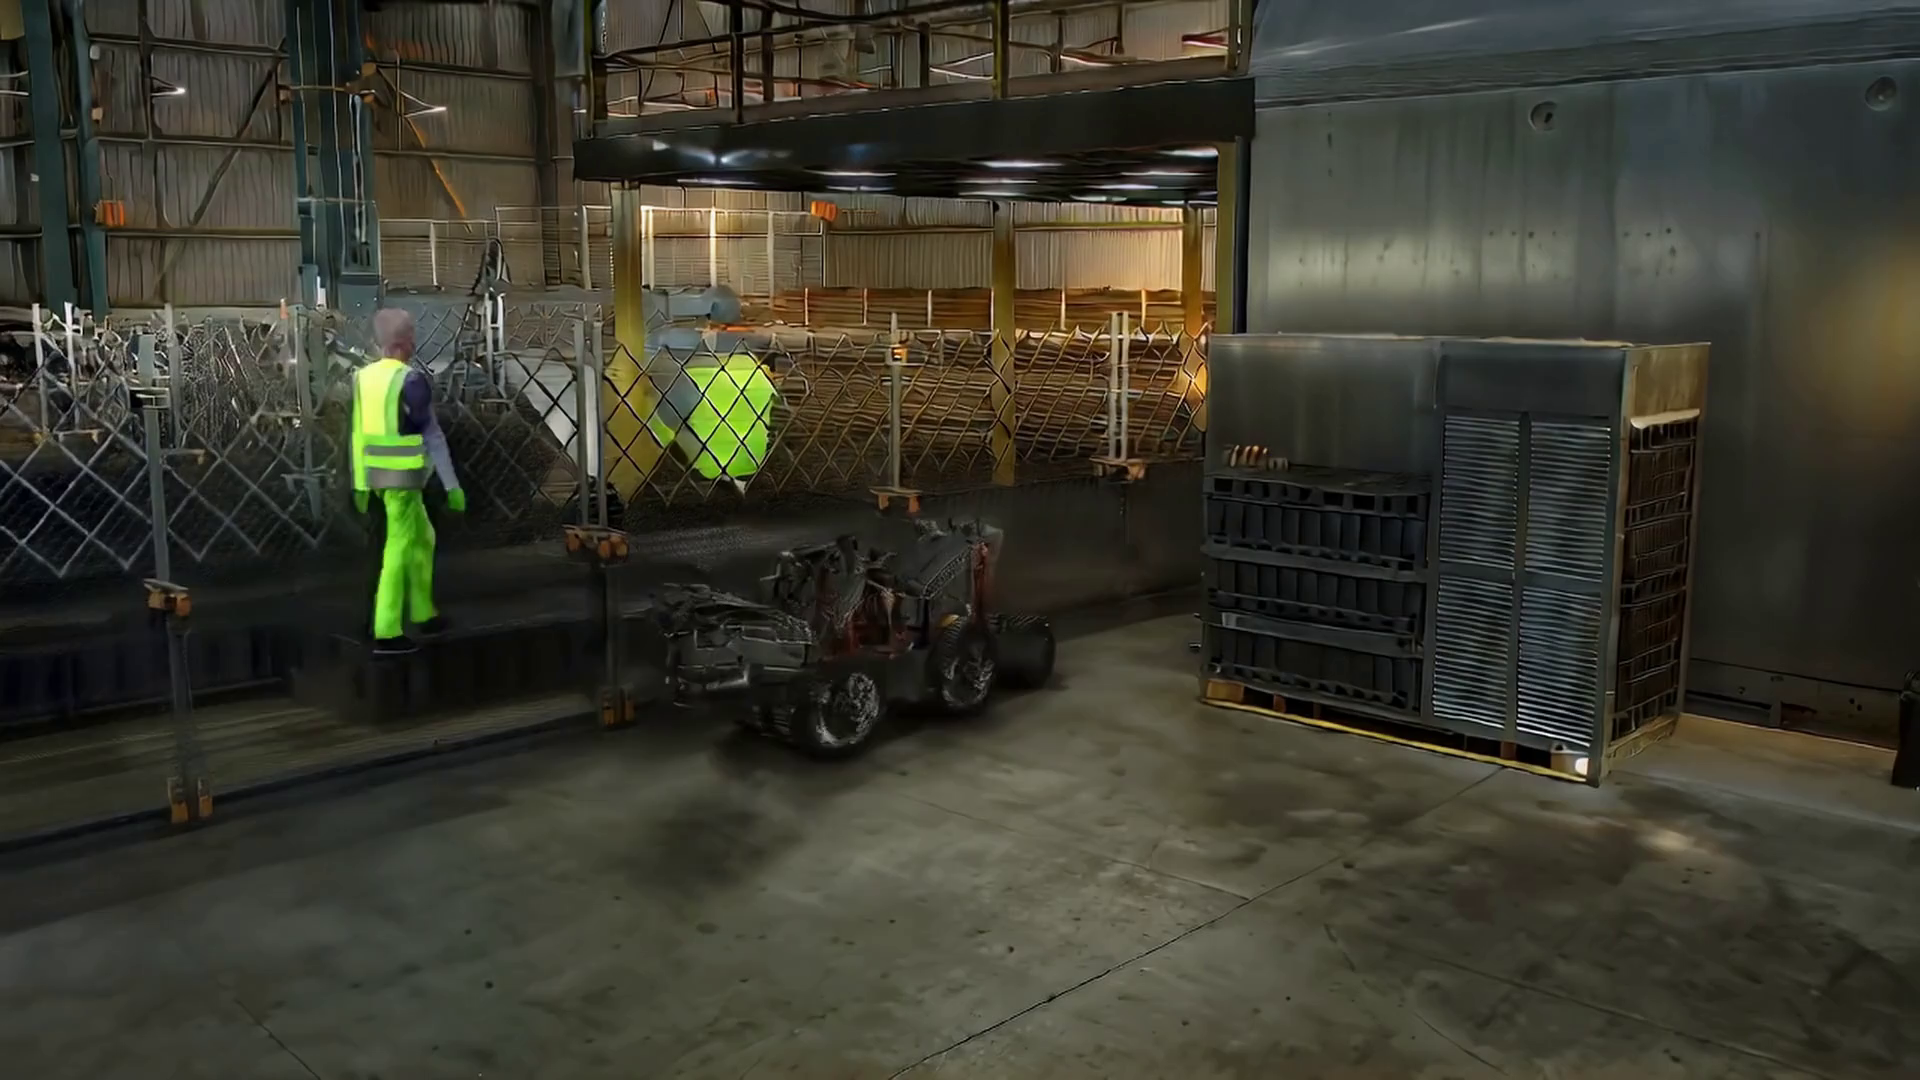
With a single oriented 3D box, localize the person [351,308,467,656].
[{"bbox_3d":[-2.939,-0.319,9.026,0.584,1.858,0.731,8,12,42],"label":"person"}]
